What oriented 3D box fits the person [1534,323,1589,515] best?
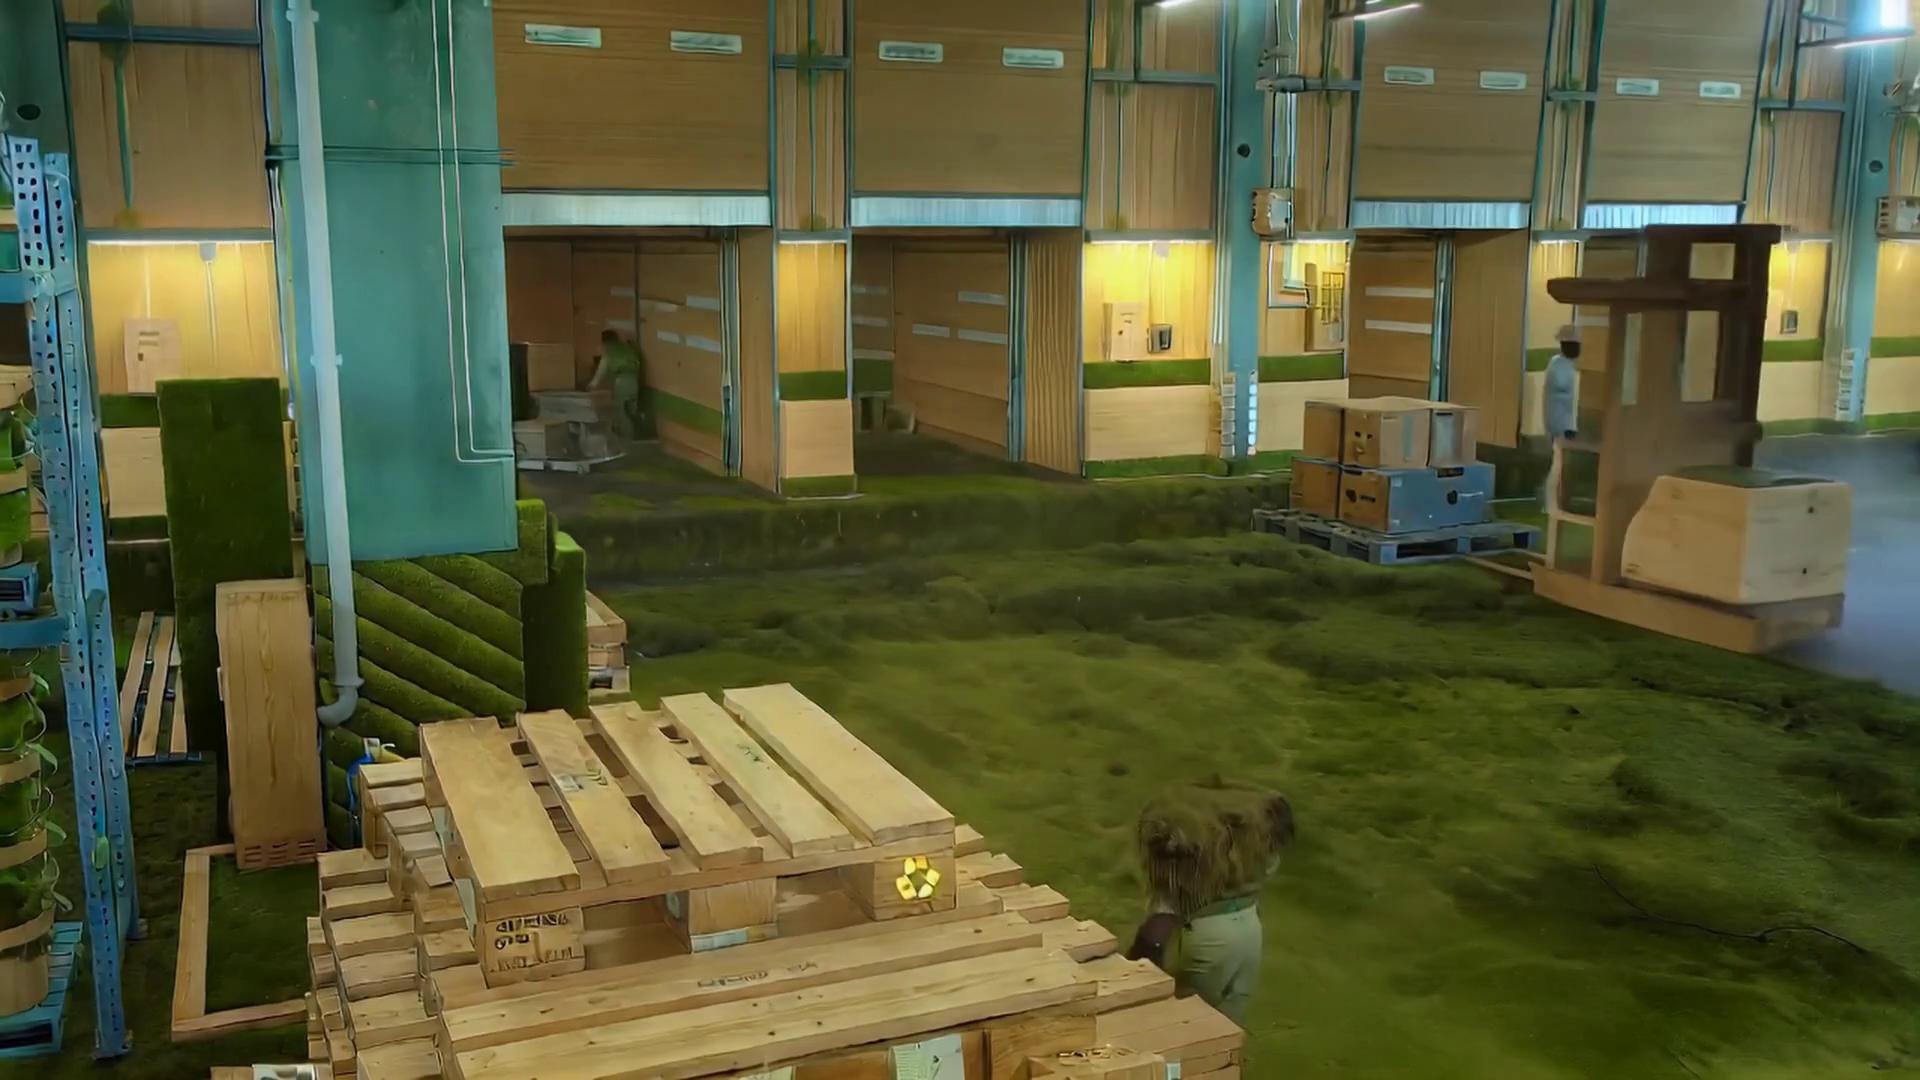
[{"bbox_3d":[5.935,-1.178,16.349,0.426,1.907,0.607,2,11,13],"label":"person"}]

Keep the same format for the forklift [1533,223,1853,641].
[{"bbox_3d":[5.253,-0.840,11.814,1.129,2.768,1.873,-4,11,-23],"label":"forklift"}]
